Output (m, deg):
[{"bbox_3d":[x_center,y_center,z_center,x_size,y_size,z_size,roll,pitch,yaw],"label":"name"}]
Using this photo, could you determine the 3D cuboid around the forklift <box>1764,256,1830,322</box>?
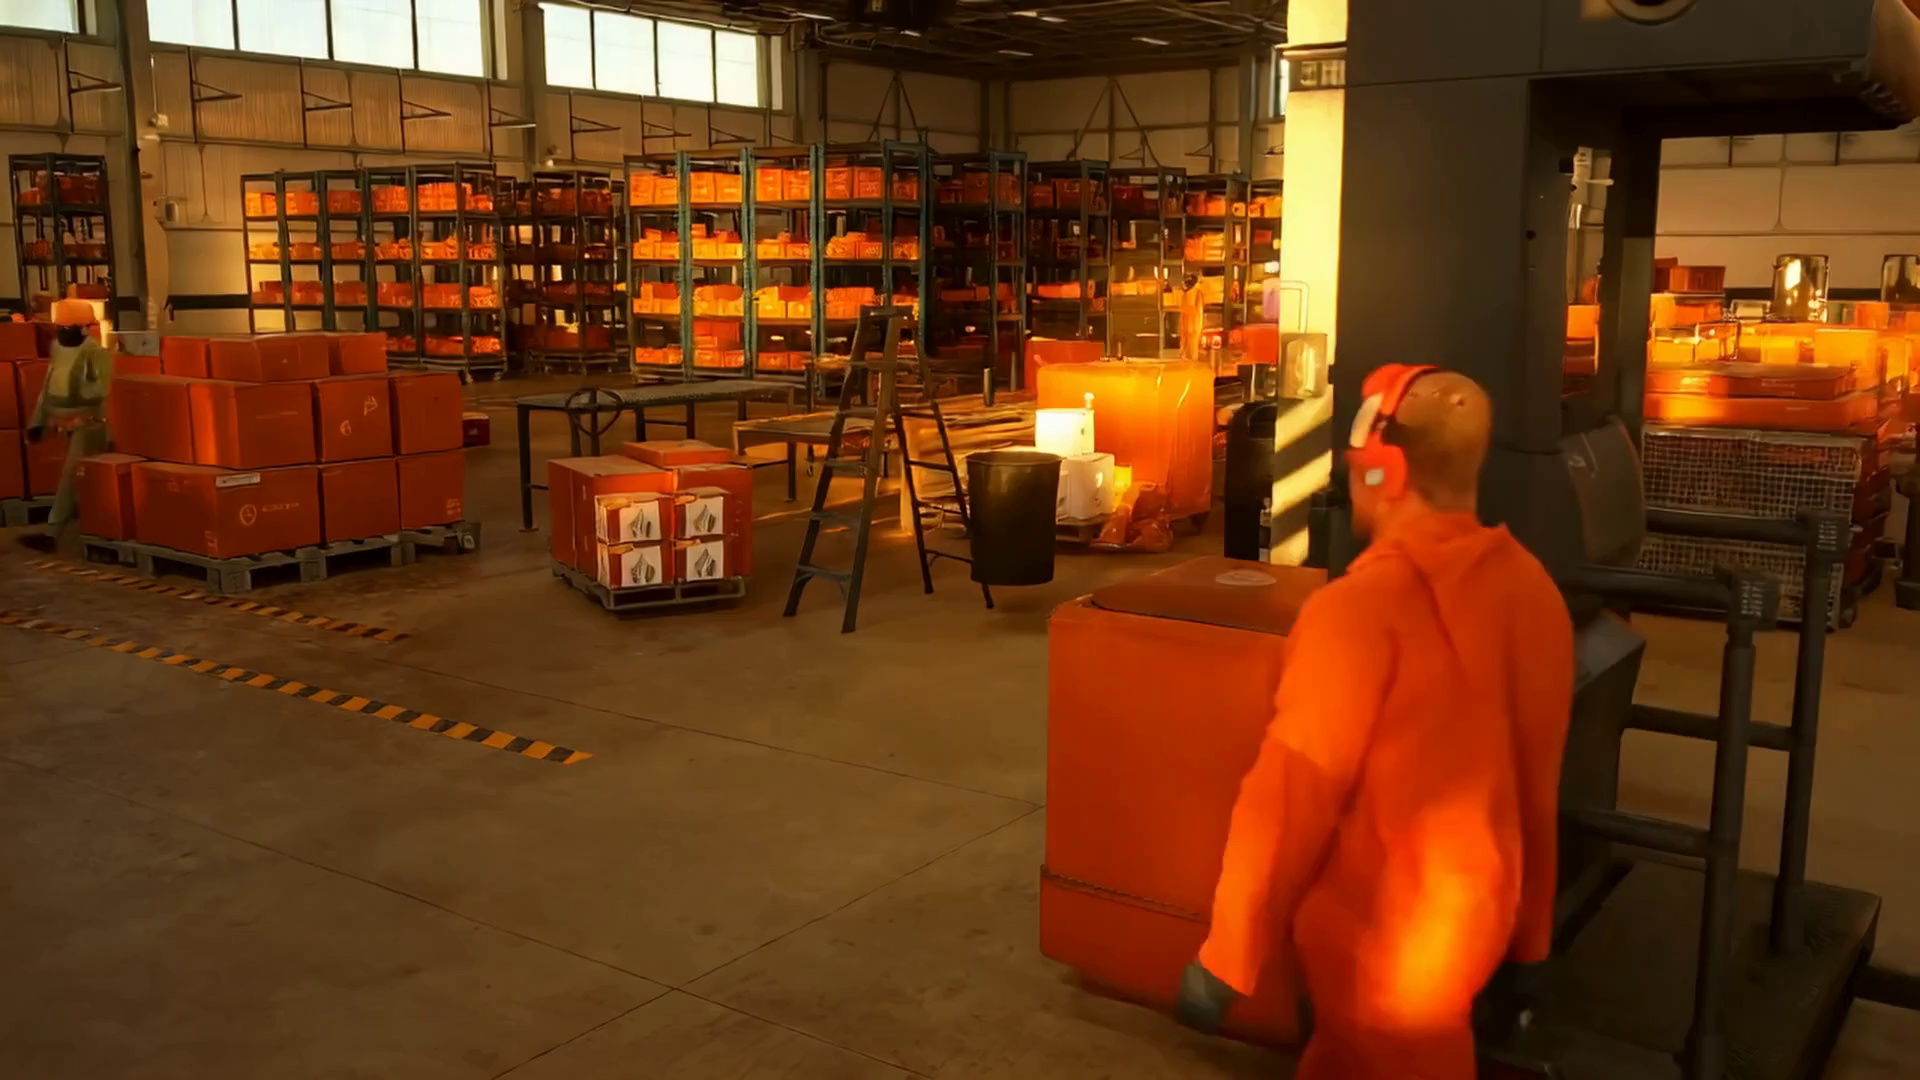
[{"bbox_3d":[20.253,-5.854,40.139,1.157,1.987,2.680,7,12,35],"label":"forklift"}]

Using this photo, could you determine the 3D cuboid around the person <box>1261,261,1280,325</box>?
[{"bbox_3d":[5.684,-4.022,30.028,0.558,2.025,0.636,-4,10,-23],"label":"person"}]

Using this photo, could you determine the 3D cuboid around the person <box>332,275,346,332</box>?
[{"bbox_3d":[-12.924,-4.568,34.192,0.570,1.729,0.747,8,13,41],"label":"person"}]

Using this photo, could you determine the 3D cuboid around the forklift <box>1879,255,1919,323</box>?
[{"bbox_3d":[22.089,-5.634,38.796,1.157,1.987,2.680,6,11,33],"label":"forklift"}]

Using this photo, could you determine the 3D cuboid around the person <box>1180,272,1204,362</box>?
[{"bbox_3d":[3.755,-3.418,26.977,0.373,1.843,0.572,-1,10,-9],"label":"person"}]

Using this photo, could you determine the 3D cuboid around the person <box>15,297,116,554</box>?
[{"bbox_3d":[-6.188,-0.798,11.623,0.609,1.764,0.939,7,12,37],"label":"person"}]

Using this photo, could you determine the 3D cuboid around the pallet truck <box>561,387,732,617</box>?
[{"bbox_3d":[-1.981,-0.274,10.088,0.680,1.201,1.601,-5,11,-28],"label":"pallet truck"}]

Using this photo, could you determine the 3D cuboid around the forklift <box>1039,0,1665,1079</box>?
[{"bbox_3d":[1.249,-0.137,4.360,1.873,2.768,1.129,7,12,35],"label":"forklift"}]

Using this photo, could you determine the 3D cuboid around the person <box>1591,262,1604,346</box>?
[{"bbox_3d":[15.167,-5.581,39.405,0.382,1.994,0.623,0,10,-1],"label":"person"}]

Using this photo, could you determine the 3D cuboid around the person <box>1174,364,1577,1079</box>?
[{"bbox_3d":[0.725,0.645,2.738,0.985,1.867,0.636,9,13,44],"label":"person"}]

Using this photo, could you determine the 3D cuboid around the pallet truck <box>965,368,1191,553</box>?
[{"bbox_3d":[0.845,-0.609,11.869,1.630,1.274,0.653,7,12,35],"label":"pallet truck"}]
